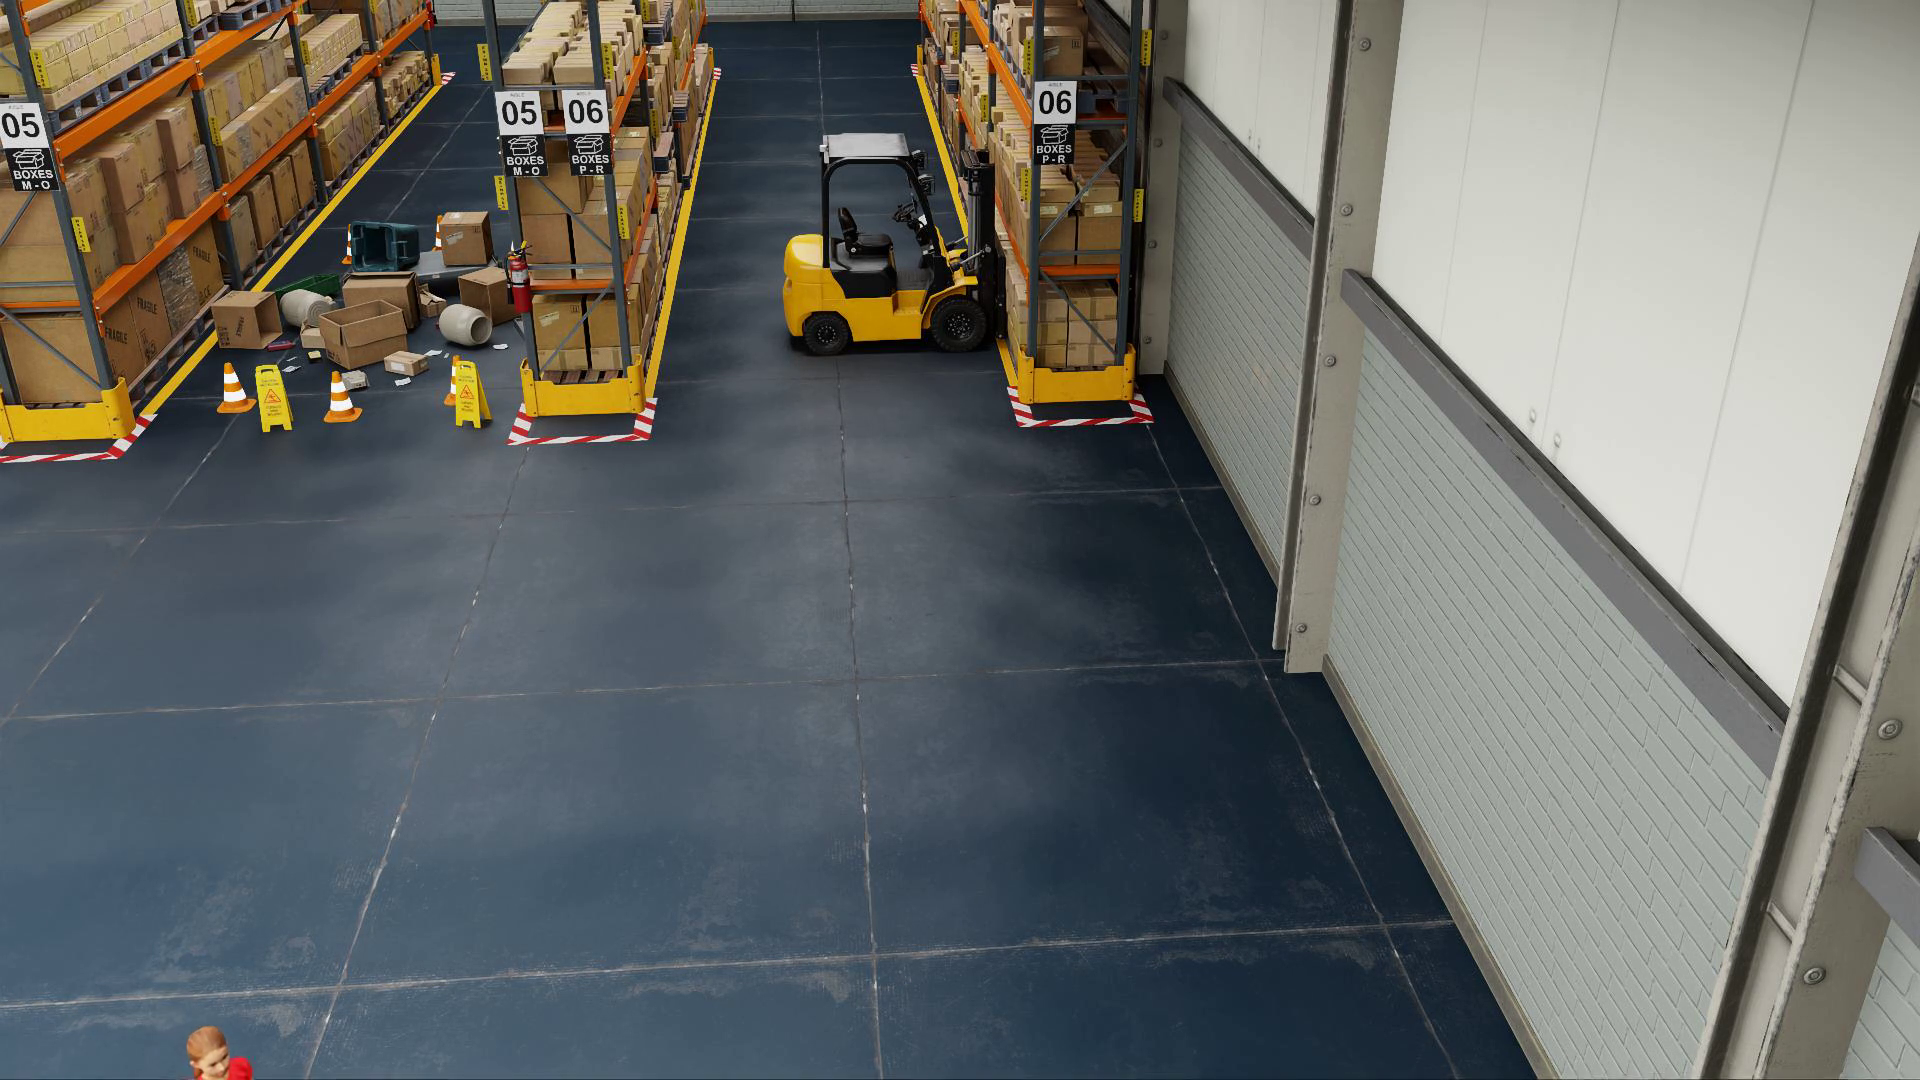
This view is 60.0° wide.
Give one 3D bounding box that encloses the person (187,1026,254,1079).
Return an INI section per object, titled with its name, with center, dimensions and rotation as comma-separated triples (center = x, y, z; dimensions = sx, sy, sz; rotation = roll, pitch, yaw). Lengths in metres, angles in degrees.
[person]
center = -3.317, 2.699, 7.528
dimensions = 0.690, 1.299, 0.632
rotation = 19, 33, 33
